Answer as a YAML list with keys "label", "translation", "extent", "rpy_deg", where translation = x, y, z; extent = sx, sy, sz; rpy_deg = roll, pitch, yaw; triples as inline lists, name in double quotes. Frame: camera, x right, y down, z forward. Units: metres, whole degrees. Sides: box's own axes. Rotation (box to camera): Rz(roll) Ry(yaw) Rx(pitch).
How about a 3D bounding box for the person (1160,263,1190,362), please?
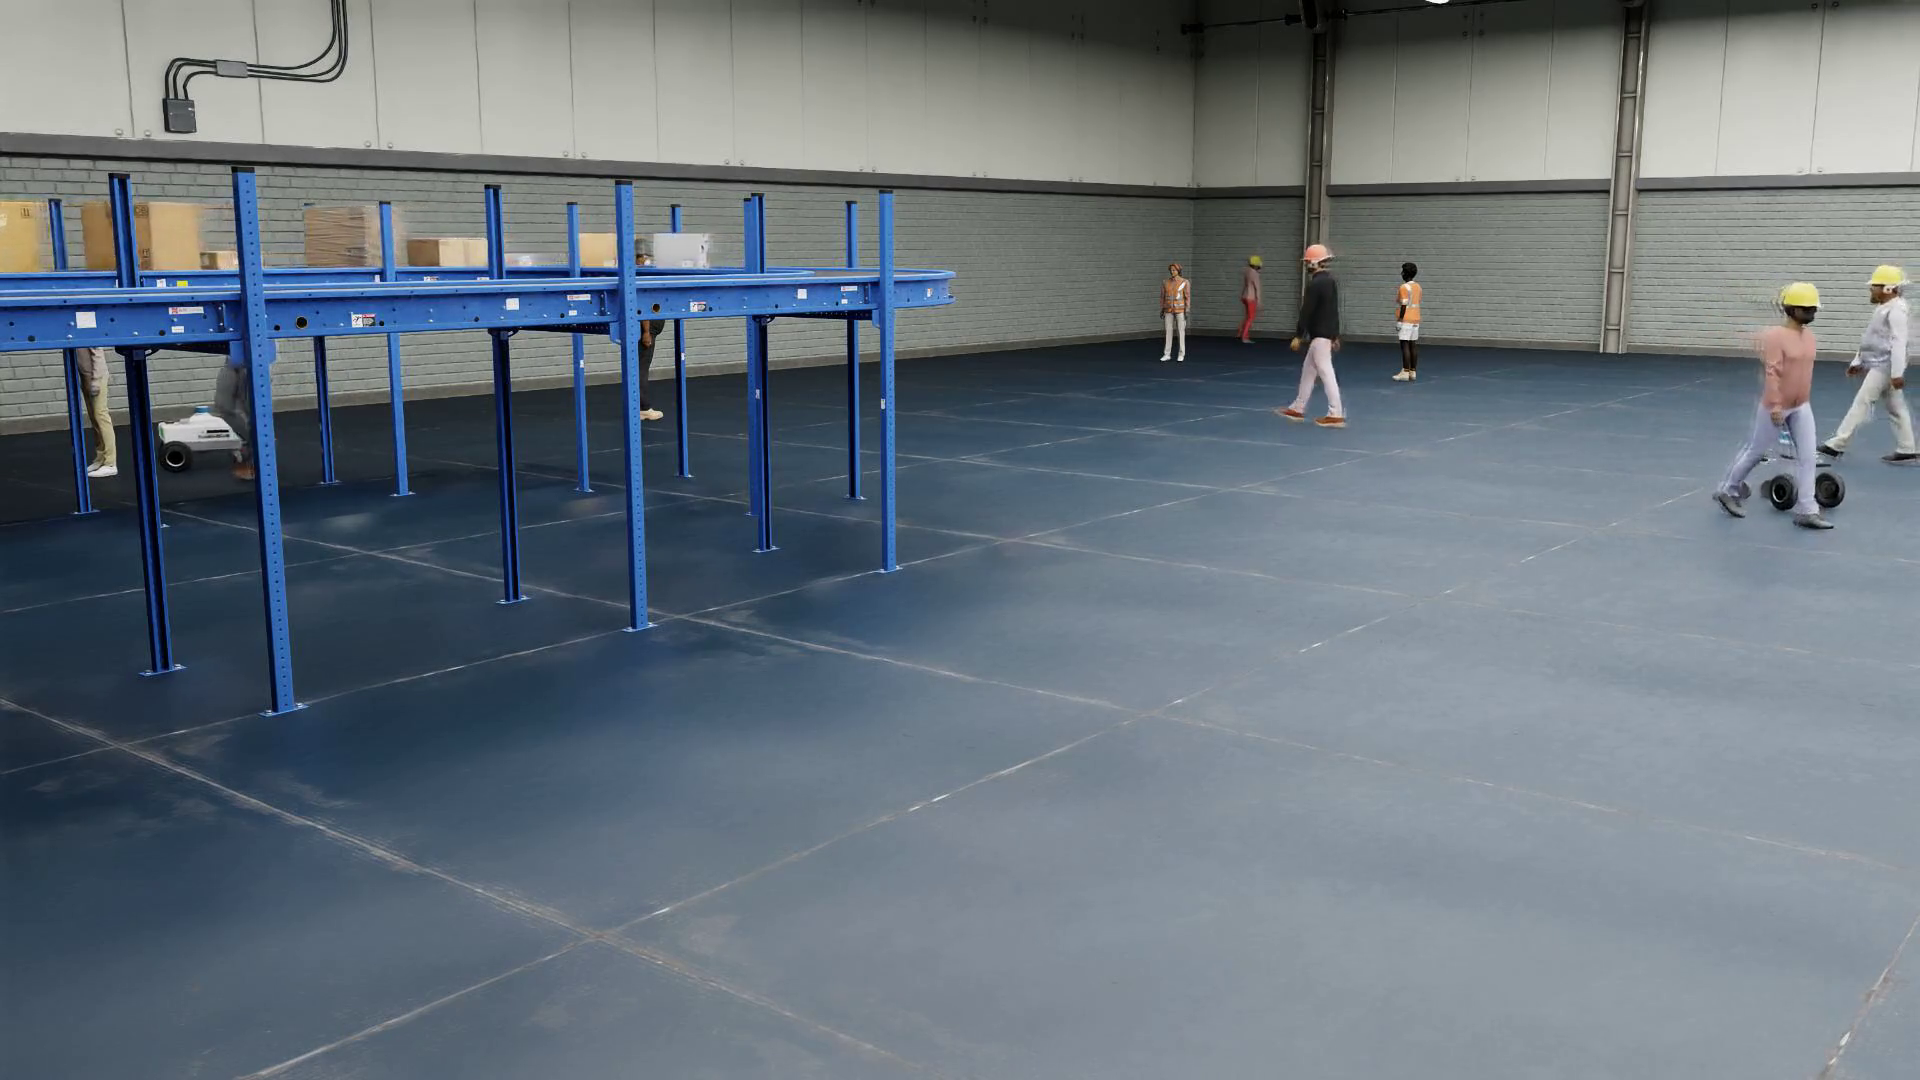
- label: "person"
  translation: [3.589, -3.803, 27.784]
  extent: [0.525, 1.638, 0.307]
  rpy_deg: [6, 12, 30]

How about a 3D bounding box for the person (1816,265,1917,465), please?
- label: "person"
  translation: [8.259, -1.580, 15.052]
  extent: [0.937, 1.778, 0.588]
  rpy_deg: [5, 11, 24]

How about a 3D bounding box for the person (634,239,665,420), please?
- label: "person"
  translation: [-3.626, -2.391, 18.967]
  extent: [0.536, 2.000, 0.688]
  rpy_deg: [-6, 12, -30]

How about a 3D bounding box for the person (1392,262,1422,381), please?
- label: "person"
  translation: [6.463, -3.155, 24.034]
  extent: [0.316, 1.695, 0.542]
  rpy_deg: [8, 13, 39]

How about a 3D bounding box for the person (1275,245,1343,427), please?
- label: "person"
  translation: [3.812, -2.225, 18.145]
  extent: [0.928, 1.952, 0.628]
  rpy_deg: [6, 12, 29]

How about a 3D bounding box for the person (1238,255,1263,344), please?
- label: "person"
  translation: [5.686, -4.677, 32.421]
  extent: [0.371, 1.719, 0.615]
  rpy_deg: [-2, 10, -9]

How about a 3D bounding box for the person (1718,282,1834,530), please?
- label: "person"
  translation: [5.878, -0.984, 11.920]
  extent: [0.515, 1.723, 0.886]
  rpy_deg: [-4, 11, -20]

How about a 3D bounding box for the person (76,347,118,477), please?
- label: "person"
  translation: [-7.461, -1.362, 14.273]
  extent: [0.285, 1.632, 0.499]
  rpy_deg: [-7, 13, -36]

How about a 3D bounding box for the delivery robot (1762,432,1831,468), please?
- label: "delivery robot"
  translation: [6.378, -0.714, 12.812]
  extent: [0.335, 0.223, 0.698]
  rpy_deg: [-3, 11, -16]

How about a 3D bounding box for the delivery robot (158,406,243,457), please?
- label: "delivery robot"
  translation: [-6.761, -0.952, 14.850]
  extent: [0.707, 0.478, 0.477]
  rpy_deg: [-5, 11, -24]

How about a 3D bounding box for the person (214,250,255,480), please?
- label: "person"
  translation: [-6.069, -1.480, 14.095]
  extent: [0.660, 1.928, 0.422]
  rpy_deg: [9, 14, 41]
